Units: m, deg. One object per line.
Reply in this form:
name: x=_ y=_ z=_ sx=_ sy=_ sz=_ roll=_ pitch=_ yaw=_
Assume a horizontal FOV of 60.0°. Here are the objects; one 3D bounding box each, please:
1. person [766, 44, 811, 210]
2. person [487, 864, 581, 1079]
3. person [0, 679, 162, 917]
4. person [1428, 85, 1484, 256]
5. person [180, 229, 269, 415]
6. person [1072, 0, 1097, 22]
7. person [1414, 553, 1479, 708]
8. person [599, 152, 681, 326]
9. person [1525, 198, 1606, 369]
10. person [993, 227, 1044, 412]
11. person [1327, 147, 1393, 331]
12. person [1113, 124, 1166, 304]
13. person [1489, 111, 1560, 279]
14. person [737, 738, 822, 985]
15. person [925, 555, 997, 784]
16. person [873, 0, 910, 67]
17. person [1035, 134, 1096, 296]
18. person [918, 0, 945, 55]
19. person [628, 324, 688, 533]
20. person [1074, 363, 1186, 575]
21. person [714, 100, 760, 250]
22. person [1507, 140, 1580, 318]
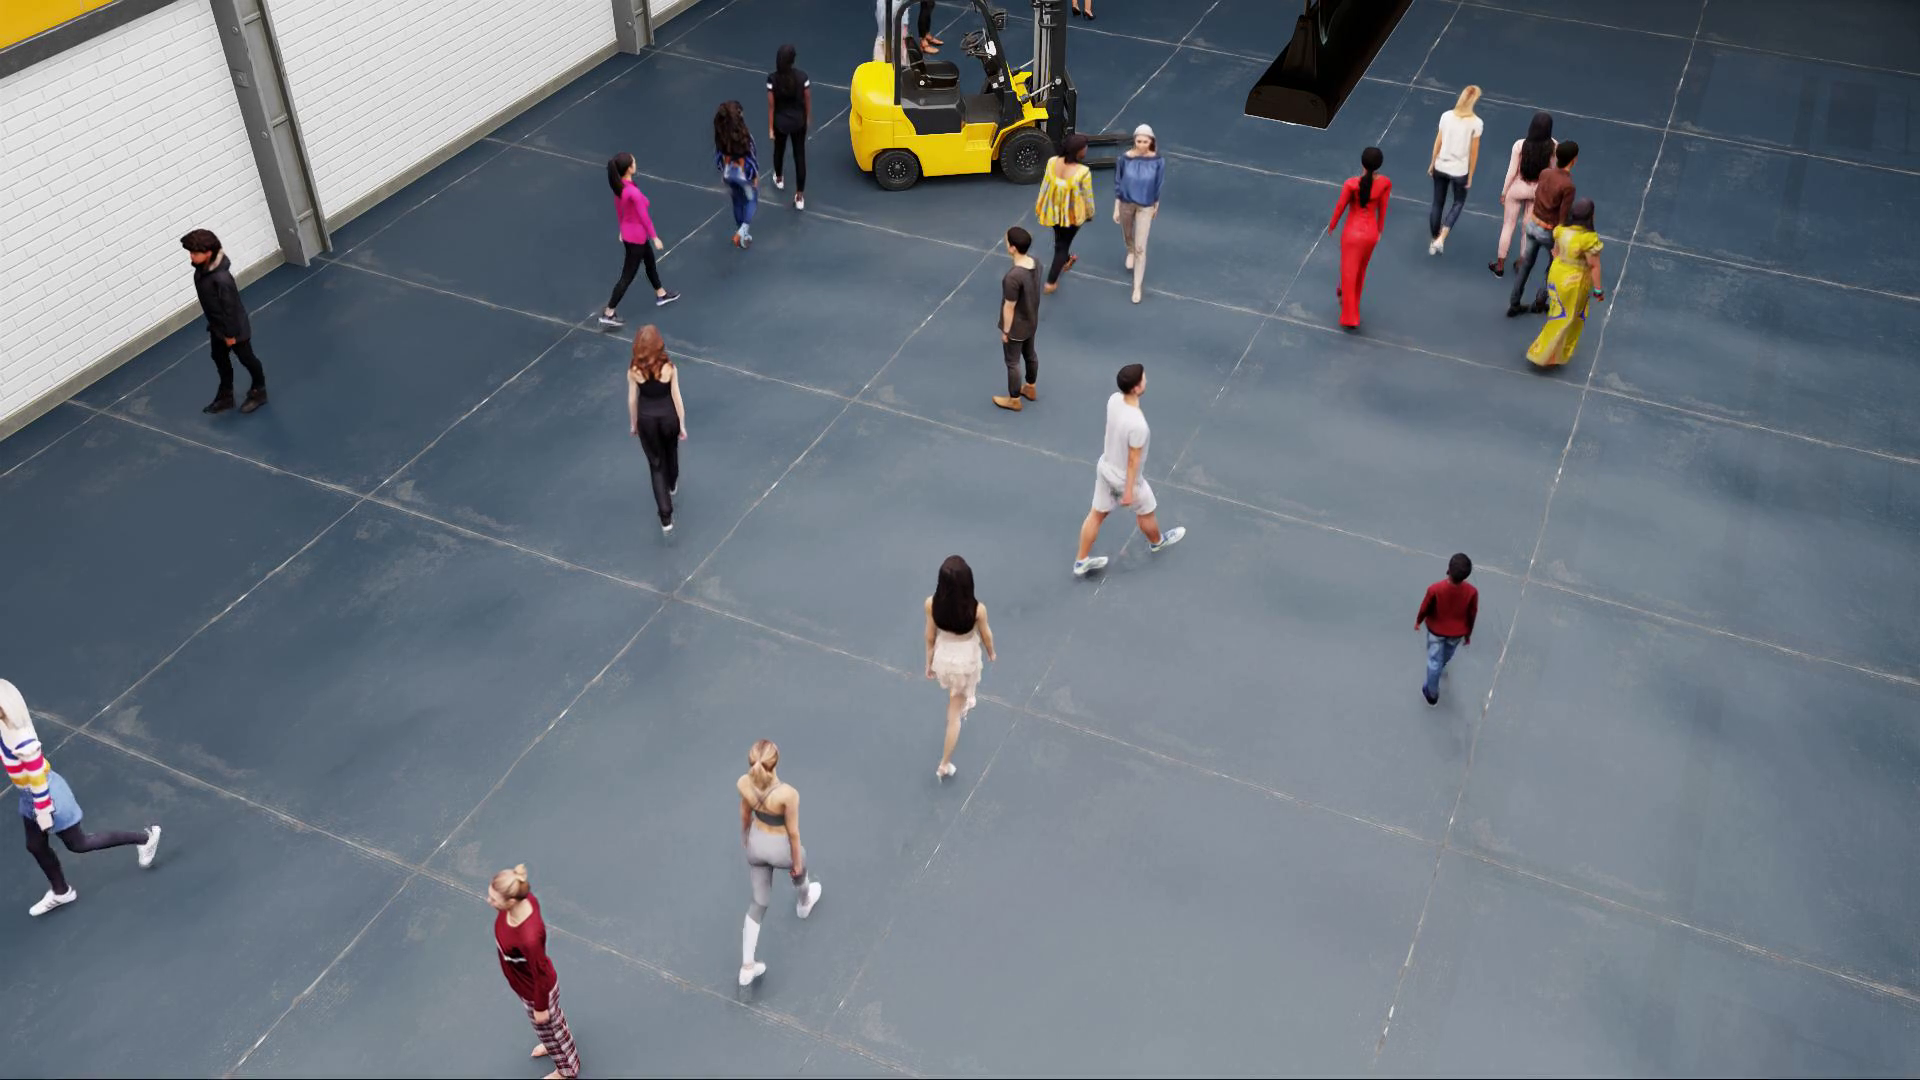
person: x=-1.762 y=-4.302 z=17.419 sx=0.969 sy=1.707 sz=1.099 roll=-7 pitch=39 yaw=-8
person: x=-2.328 y=2.375 z=9.064 sx=0.717 sy=1.700 sz=0.693 roll=-18 pitch=42 yaw=-21
person: x=-5.448 y=1.518 z=10.071 sx=0.863 sy=1.783 sz=1.157 roll=30 pitch=48 yaw=32
person: x=4.840 y=-3.603 z=16.476 sx=0.634 sy=1.792 sz=0.709 roll=20 pitch=43 yaw=23
person: x=-6.279 y=-1.924 z=14.397 sx=0.763 sy=1.763 sz=0.867 roll=28 pitch=46 yaw=31
person: x=1.619 y=-7.603 z=21.577 sx=0.599 sy=1.677 sz=0.560 roll=31 pitch=48 yaw=33
person: x=3.403 y=0.654 z=11.593 sx=0.689 sy=1.234 sz=0.851 roll=2 pitch=39 yaw=3
person: x=-3.123 y=-2.778 z=15.557 sx=1.206 sy=1.661 sz=0.981 roll=-23 pitch=44 yaw=-26
person: x=5.428 y=-2.277 z=14.956 sx=1.050 sy=1.628 sz=0.988 roll=-10 pitch=40 yaw=-12
person: x=0.530 y=-1.918 z=14.429 sx=0.726 sy=1.713 sz=0.556 roll=26 pitch=45 yaw=29
person: x=3.732 y=-2.762 z=15.458 sx=0.973 sy=1.758 sz=1.071 roll=-10 pitch=40 yaw=-12
person: x=1.705 y=-3.263 z=16.168 sx=0.774 sy=1.656 sz=1.182 roll=7 pitch=39 yaw=9
person: x=5.523 y=-3.375 z=16.249 sx=0.697 sy=1.719 sz=0.689 roll=-1 pitch=39 yaw=-1
person: x=-1.135 y=1.880 z=9.712 sx=0.621 sy=1.666 sz=1.150 roll=12 pitch=40 yaw=15
person: x=-0.052 y=0.901 z=10.913 sx=0.621 sy=1.695 sz=1.026 roll=14 pitch=41 yaw=17
person: x=-0.713 y=-5.808 z=19.203 sx=0.769 sy=1.834 sz=0.837 roll=27 pitch=46 yaw=30
person: x=0.962 y=-3.088 z=15.970 sx=0.790 sy=1.619 sz=0.988 roll=21 pitch=43 yaw=24
person: x=-0.406 y=-6.997 z=20.700 sx=0.696 sy=1.825 sz=0.539 roll=7 pitch=39 yaw=8
person: x=-2.379 y=-0.860 z=13.107 sx=1.025 sy=1.710 sz=1.187 roll=-7 pitch=39 yaw=-9
person: x=1.139 y=-0.476 z=12.556 sx=1.294 sy=1.798 sz=1.172 roll=-17 pitch=42 yaw=-20
person: x=-2.237 y=-3.608 z=16.630 sx=0.690 sy=1.607 sz=0.788 roll=10 pitch=40 yaw=12
person: x=5.409 y=-2.865 z=15.582 sx=0.856 sy=1.754 sz=0.810 roll=-21 pitch=43 yaw=-24
